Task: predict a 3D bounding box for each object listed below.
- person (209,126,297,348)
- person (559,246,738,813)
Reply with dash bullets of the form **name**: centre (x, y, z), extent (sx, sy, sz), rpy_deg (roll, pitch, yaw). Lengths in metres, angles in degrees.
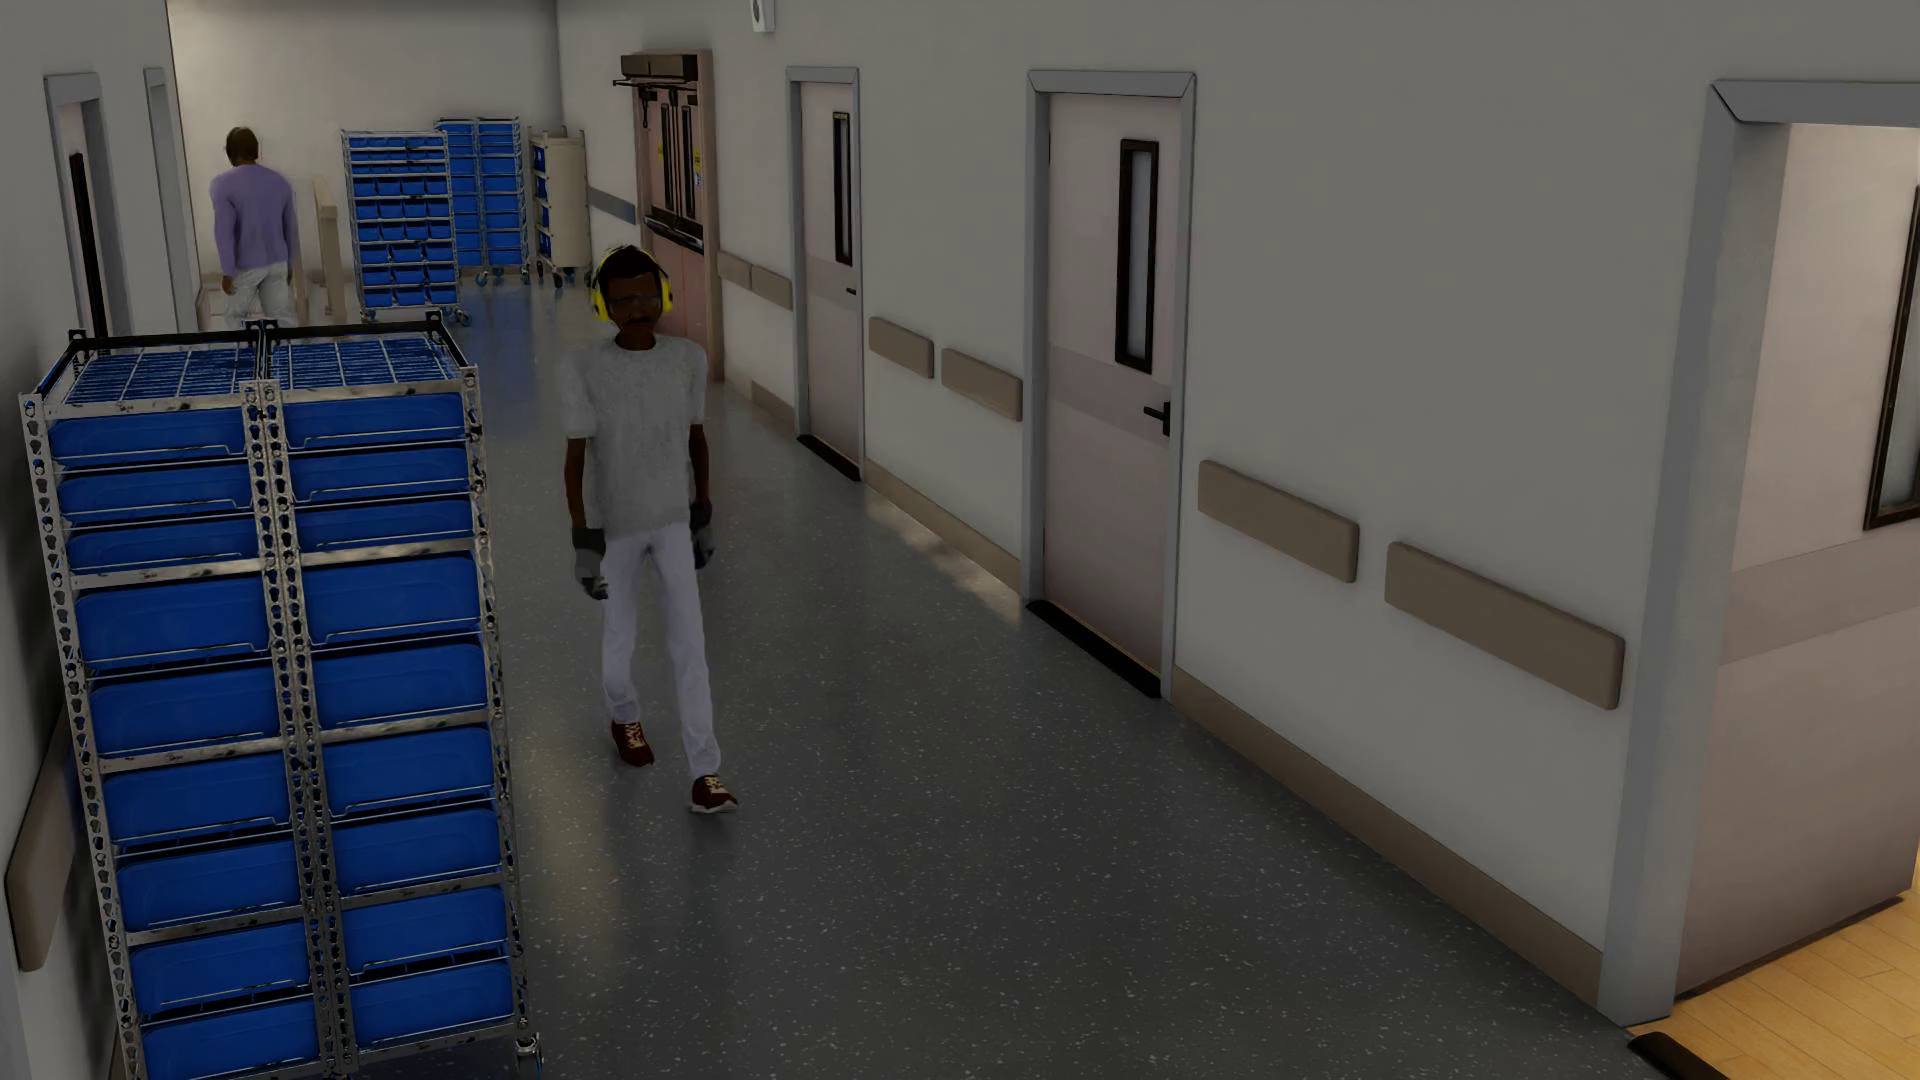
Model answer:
- **person**: centre (-5.027, -1.942, 11.784), extent (0.709, 1.916, 0.662), rpy_deg (10, 19, 32)
- **person**: centre (-1.008, -0.028, 5.378), extent (0.539, 1.809, 0.993), rpy_deg (-8, 18, -25)
